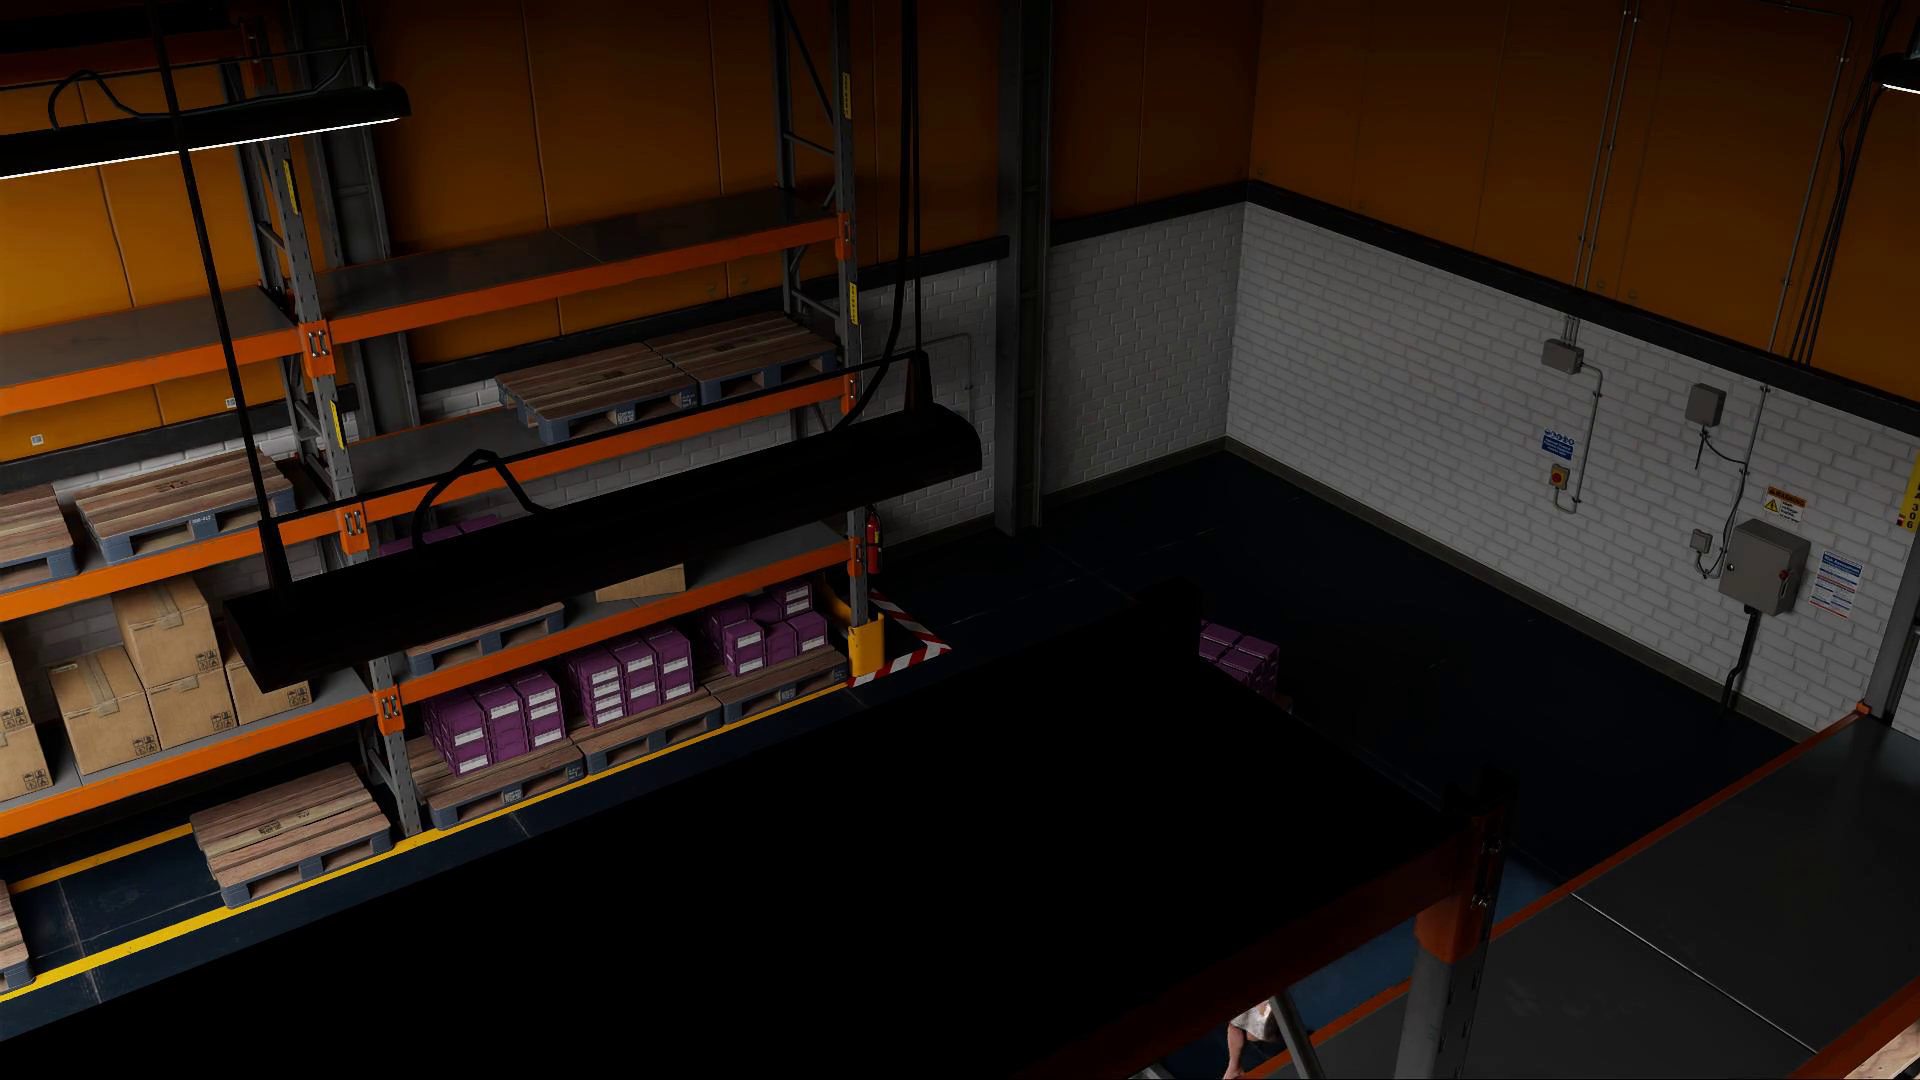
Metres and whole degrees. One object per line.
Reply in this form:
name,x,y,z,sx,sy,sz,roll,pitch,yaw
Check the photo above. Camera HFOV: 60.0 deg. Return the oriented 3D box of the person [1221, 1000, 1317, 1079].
person,1.861,2.652,9.936,1.001,1.757,0.793,-5,29,-10
